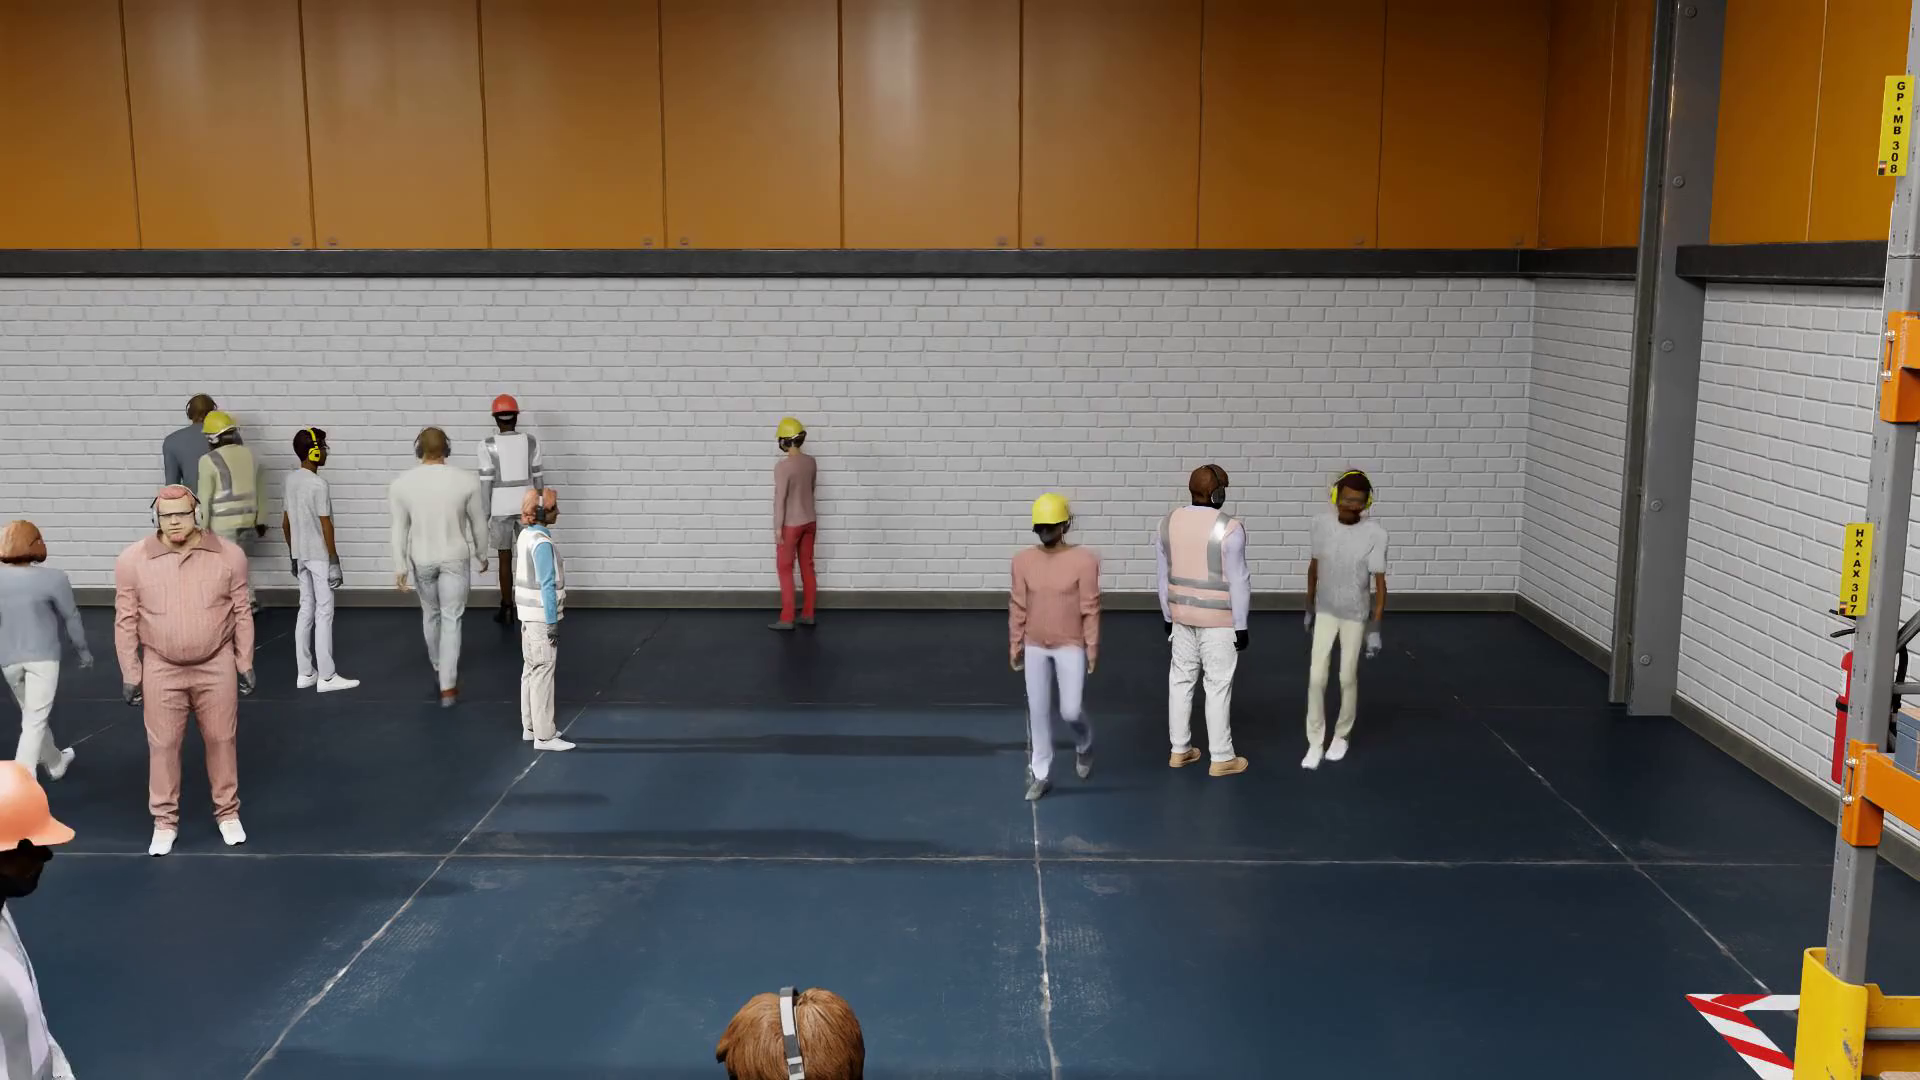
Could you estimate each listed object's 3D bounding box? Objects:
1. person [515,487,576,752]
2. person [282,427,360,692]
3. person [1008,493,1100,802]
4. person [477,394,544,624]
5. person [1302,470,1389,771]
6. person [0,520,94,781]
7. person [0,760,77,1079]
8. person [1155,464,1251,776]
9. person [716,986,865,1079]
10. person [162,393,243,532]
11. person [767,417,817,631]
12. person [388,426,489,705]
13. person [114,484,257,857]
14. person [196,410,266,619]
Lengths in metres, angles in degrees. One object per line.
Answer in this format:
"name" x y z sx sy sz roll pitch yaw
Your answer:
"person" -2.599 0.490 10.340 0.310 1.637 0.522 -5 11 -27
"person" -4.550 0.138 11.757 0.533 1.870 0.315 7 11 34
"person" 0.541 0.594 9.374 0.528 1.759 0.454 4 10 24
"person" -3.768 -0.259 13.965 0.543 1.927 0.383 -5 11 -29
"person" 2.282 0.472 9.908 0.550 1.815 0.696 5 11 28
"person" -5.212 0.676 9.384 0.505 1.585 0.872 0 9 0
"person" -2.135 1.432 3.918 0.944 1.894 0.558 -5 11 -29
"person" 1.460 0.469 9.860 0.621 1.845 0.429 9 13 42
"person" -0.238 1.645 2.867 0.429 1.830 0.635 -2 10 -11
"person" -6.304 -0.263 13.959 0.635 1.936 0.355 -3 10 -17
"person" -1.364 -0.131 13.703 0.326 1.765 0.537 6 11 33
"person" -3.621 0.149 11.643 0.632 1.888 0.972 -1 9 -4
"person" -3.955 0.659 8.529 0.652 1.906 0.403 -5 11 -26
"person" -6.025 -0.161 13.697 0.430 1.814 0.612 4 10 21
